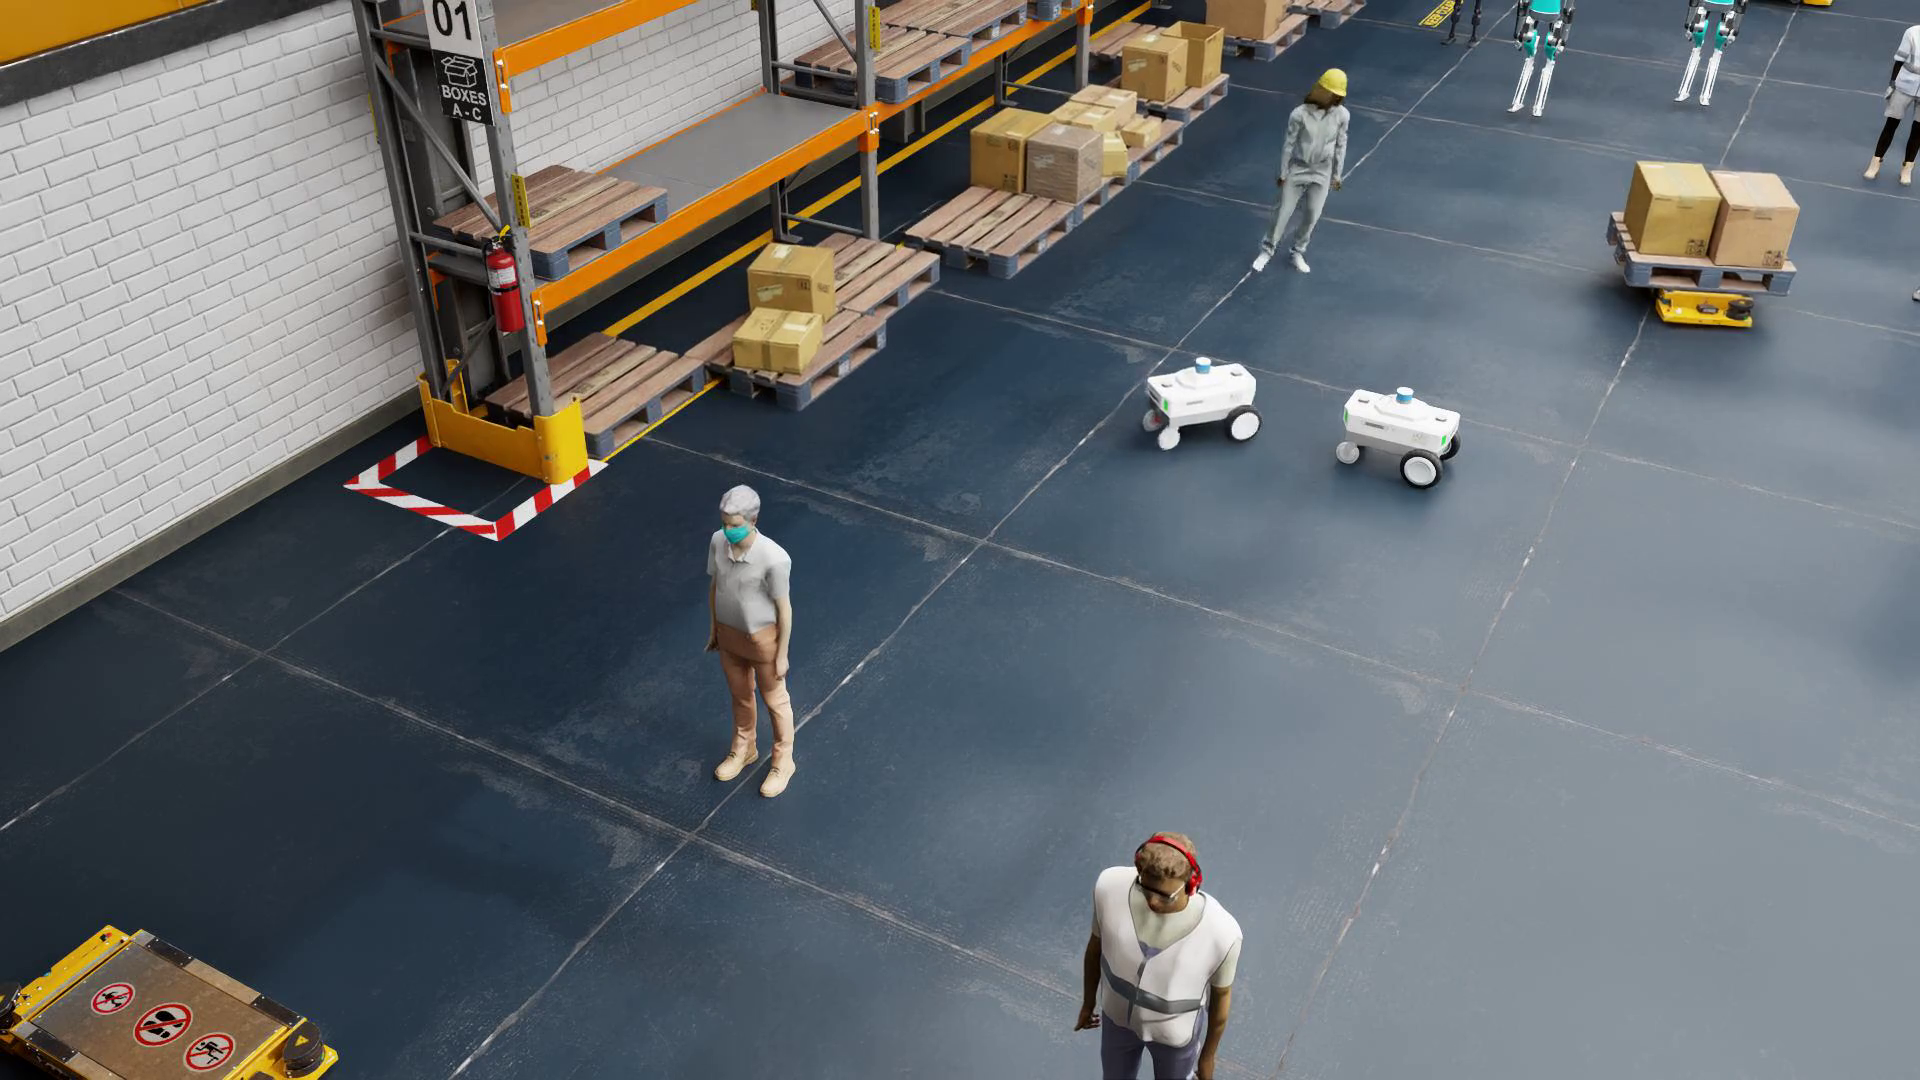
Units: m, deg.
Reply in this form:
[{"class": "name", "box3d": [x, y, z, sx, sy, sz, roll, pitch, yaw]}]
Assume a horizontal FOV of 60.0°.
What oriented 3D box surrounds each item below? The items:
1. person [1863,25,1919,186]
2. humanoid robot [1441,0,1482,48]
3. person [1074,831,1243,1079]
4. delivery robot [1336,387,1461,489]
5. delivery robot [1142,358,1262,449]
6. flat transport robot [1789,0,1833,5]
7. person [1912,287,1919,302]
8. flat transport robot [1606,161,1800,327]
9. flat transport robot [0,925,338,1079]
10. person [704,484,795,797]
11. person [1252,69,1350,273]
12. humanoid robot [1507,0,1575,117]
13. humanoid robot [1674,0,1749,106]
[{"class": "person", "box3d": [8.624, -4.049, 14.979, 0.533, 1.696, 0.318, 17, 37, 24]}, {"class": "humanoid robot", "box3d": [5.701, -6.304, 18.396, 0.599, 1.657, 0.315, 17, 37, 24]}, {"class": "person", "box3d": [0.707, 1.750, 6.072, 0.565, 1.843, 0.390, 17, 37, 24]}, {"class": "delivery robot", "box3d": [2.899, -0.734, 10.973, 0.739, 0.566, 0.499, 17, 37, 24]}, {"class": "delivery robot", "box3d": [1.636, -0.959, 11.332, 0.772, 0.586, 0.499, -10, 35, -15]}, {"class": "flat transport robot", "box3d": [10.008, -6.838, 20.494, 1.431, 0.231, 0.659, 17, 37, 24]}, {"class": "person", "box3d": [7.870, -2.691, 12.791, 0.565, 1.843, 0.390, 17, 37, 24]}, {"class": "flat transport robot", "box3d": [5.855, -2.102, 13.328, 0.659, 0.231, 1.431, 5, 34, 8]}, {"class": "flat transport robot", "box3d": [-3.387, 2.085, 6.994, 1.431, 0.231, 0.659, 17, 37, 24]}, {"class": "person", "box3d": [-1.027, 0.482, 8.080, 0.470, 1.746, 0.320, 17, 37, 24]}, {"class": "person", "box3d": [2.750, -2.930, 13.279, 0.632, 1.699, 0.378, -1, 33, -2]}, {"class": "humanoid robot", "box3d": [5.748, -5.030, 16.305, 0.533, 1.677, 0.735, 17, 37, 24]}, {"class": "humanoid robot", "box3d": [7.542, -5.207, 16.578, 0.533, 1.673, 0.735, 17, 37, 24]}]
